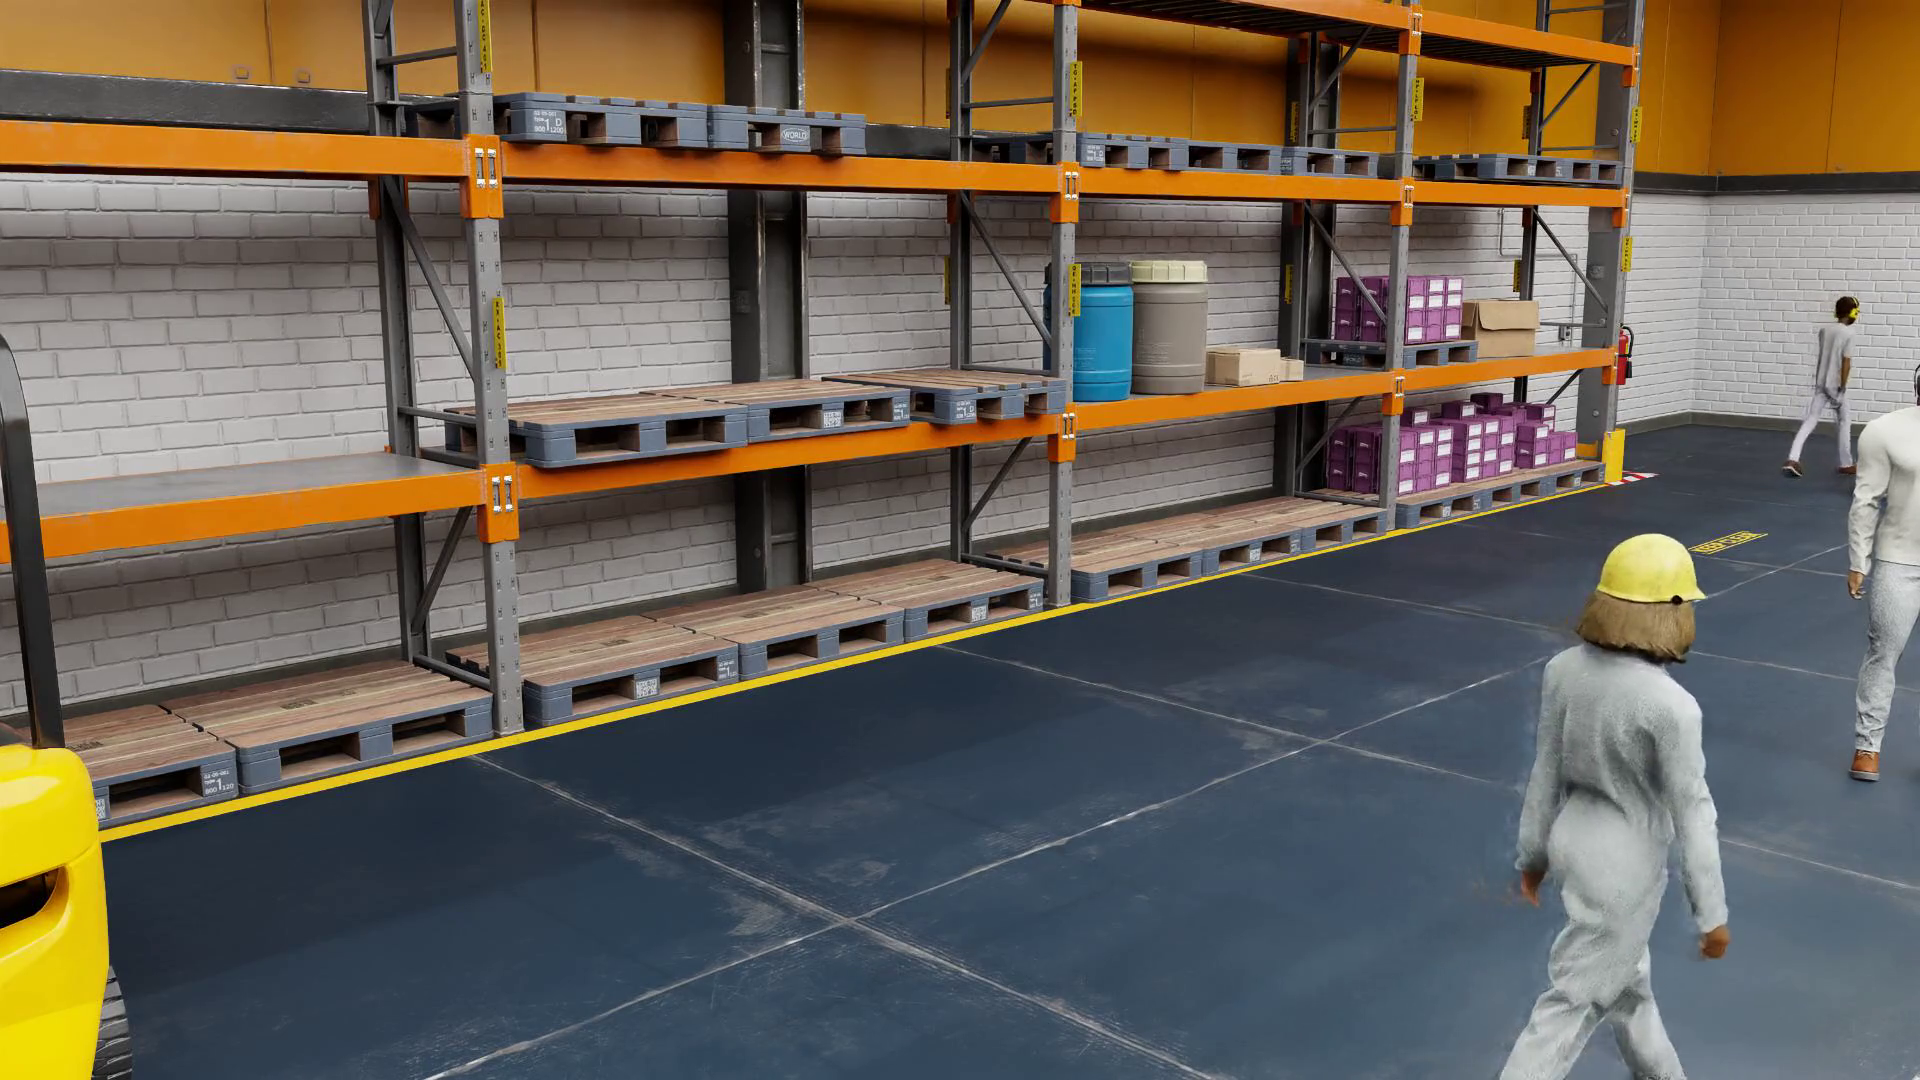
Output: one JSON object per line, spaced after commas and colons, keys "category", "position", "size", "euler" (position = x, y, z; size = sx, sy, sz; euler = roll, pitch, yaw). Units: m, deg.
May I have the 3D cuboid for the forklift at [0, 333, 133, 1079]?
{"category": "forklift", "position": [-3.289, 0.485, 4.582], "size": [1.214, 2.155, 2.313], "euler": [-10, 14, -44]}

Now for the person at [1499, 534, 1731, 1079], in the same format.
{"category": "person", "position": [1.651, 0.821, 4.104], "size": [0.915, 1.687, 0.507], "euler": [-3, 11, -15]}

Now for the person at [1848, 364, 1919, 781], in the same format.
{"category": "person", "position": [4.229, 0.118, 7.278], "size": [0.636, 1.938, 0.358], "euler": [4, 11, 20]}

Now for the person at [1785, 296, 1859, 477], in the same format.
{"category": "person", "position": [8.655, -1.520, 16.586], "size": [1.005, 1.816, 0.532], "euler": [-4, 11, -22]}
